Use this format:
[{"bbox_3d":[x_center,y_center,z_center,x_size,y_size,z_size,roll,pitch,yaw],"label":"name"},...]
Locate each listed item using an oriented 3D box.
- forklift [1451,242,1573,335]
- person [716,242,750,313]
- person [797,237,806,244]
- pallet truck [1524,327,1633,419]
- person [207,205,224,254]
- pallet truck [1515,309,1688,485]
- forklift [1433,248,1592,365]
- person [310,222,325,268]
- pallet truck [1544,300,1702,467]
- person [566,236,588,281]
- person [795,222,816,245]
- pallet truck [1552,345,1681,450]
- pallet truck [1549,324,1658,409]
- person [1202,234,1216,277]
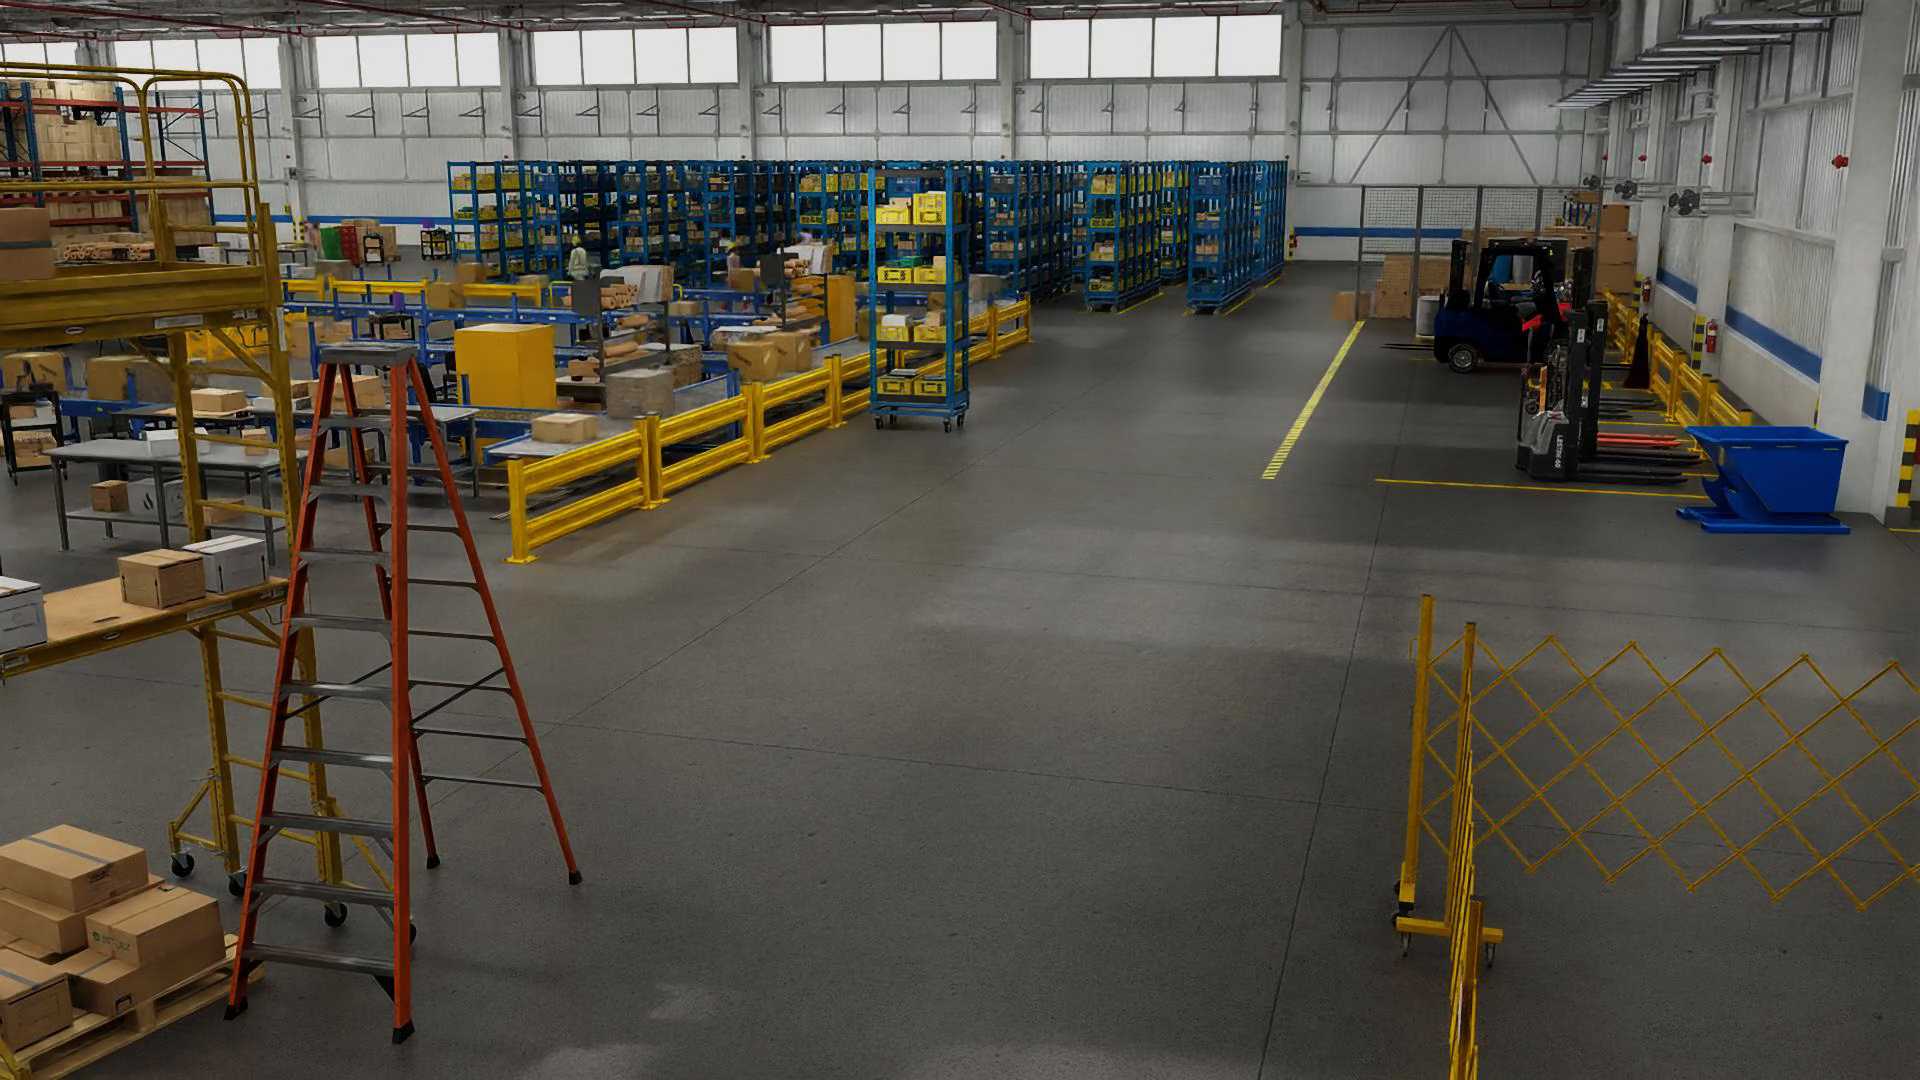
[{"bbox_3d":[10.464,-4.597,31.405,2.680,1.987,1.157,4,14,16],"label":"forklift"},{"bbox_3d":[-5.452,-6.314,40.092,0.922,1.719,0.544,7,15,28],"label":"person"},{"bbox_3d":[-3.788,-6.433,40.343,0.642,1.826,0.596,7,15,27],"label":"person"},{"bbox_3d":[9.065,-2.460,24.370,1.522,1.261,0.704,3,13,14],"label":"pallet truck"},{"bbox_3d":[-29.060,-12.042,64.476,1.017,1.888,0.625,8,15,31],"label":"person"},{"bbox_3d":[7.554,-1.677,19.446,1.885,1.965,0.823,3,13,14],"label":"pallet truck"},{"bbox_3d":[9.780,-4.111,29.280,2.680,1.987,1.157,3,13,14],"label":"forklift"},{"bbox_3d":[-21.021,-9.585,54.428,0.430,1.628,0.569,3,13,14],"label":"person"},{"bbox_3d":[8.263,-1.952,20.631,1.885,1.965,0.823,5,14,20],"label":"pallet truck"},{"bbox_3d":[-9.518,-6.698,41.573,0.903,1.799,0.583,4,14,15],"label":"person"},{"bbox_3d":[-4.184,-7.776,45.760,0.647,2.006,0.930,1,13,5],"label":"person"},{"bbox_3d":[8.641,-1.896,21.908,1.630,1.274,0.653,4,14,16],"label":"pallet truck"},{"bbox_3d":[9.824,-2.669,25.407,1.601,1.201,0.680,4,14,16],"label":"pallet truck"},{"bbox_3d":[7.007,-7.887,46.338,0.599,1.977,0.618,6,14,25],"label":"person"}]
